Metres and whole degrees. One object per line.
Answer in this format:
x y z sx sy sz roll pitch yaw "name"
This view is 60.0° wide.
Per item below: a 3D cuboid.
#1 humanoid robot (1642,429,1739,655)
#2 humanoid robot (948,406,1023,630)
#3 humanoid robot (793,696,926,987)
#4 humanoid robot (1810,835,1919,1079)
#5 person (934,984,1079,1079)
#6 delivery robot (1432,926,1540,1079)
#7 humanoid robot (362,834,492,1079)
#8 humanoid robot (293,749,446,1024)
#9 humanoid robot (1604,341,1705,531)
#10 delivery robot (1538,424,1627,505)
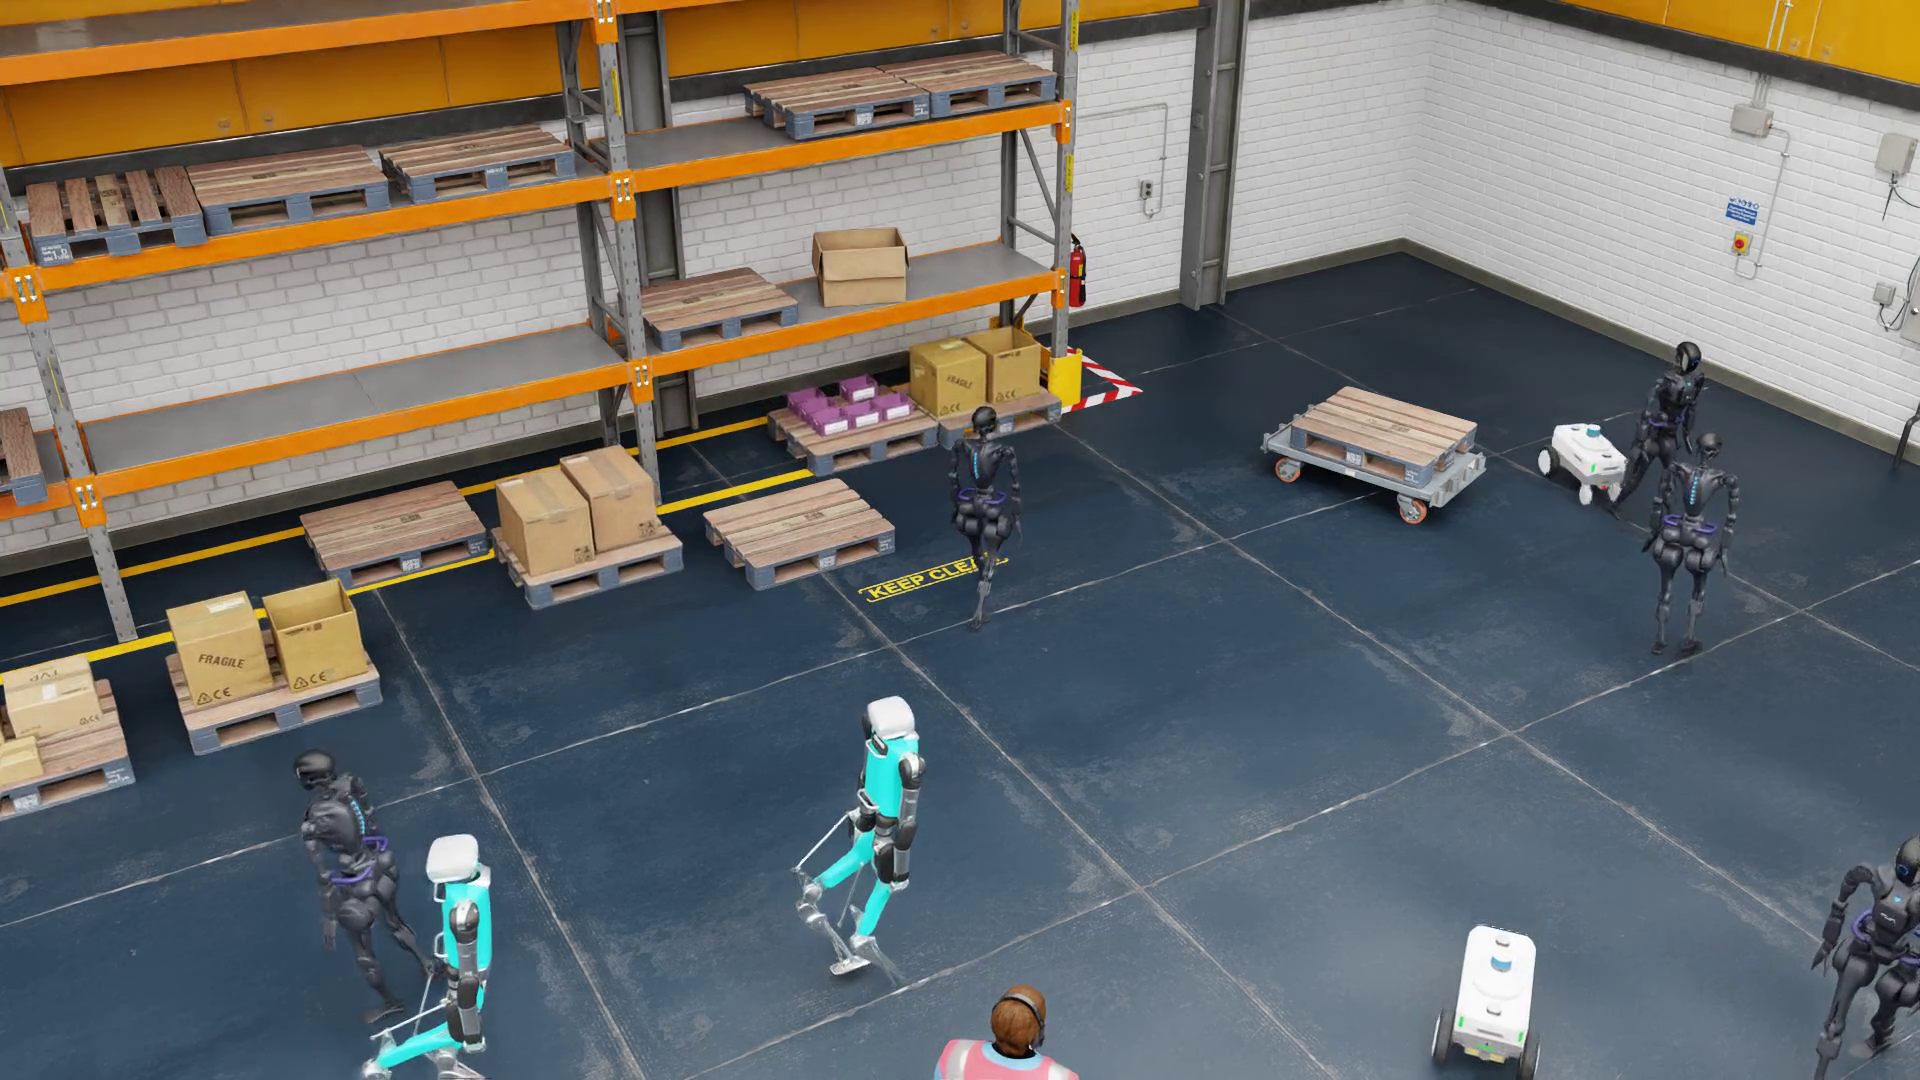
5.034 0.028 11.501 0.586 1.646 0.380 20 35 31 "humanoid robot"
0.191 -0.219 11.970 0.594 1.621 0.788 12 32 20 "humanoid robot"
-0.565 1.660 8.580 0.767 1.809 0.546 -15 33 -25 "humanoid robot"
4.452 2.030 8.010 0.800 1.619 0.595 -24 37 -36 "humanoid robot"
0.210 2.564 6.853 0.630 1.837 0.431 9 31 16 "person"
2.738 2.342 8.529 0.499 0.586 0.765 10 31 18 "delivery robot"
-2.513 2.164 7.715 1.049 1.775 0.534 -7 30 -12 "humanoid robot"
-3.006 1.750 8.454 0.482 1.644 0.612 5 30 8 "humanoid robot"
5.498 -0.809 13.008 0.611 1.622 0.713 -13 32 -21 "humanoid robot"
5.231 -0.677 13.899 0.499 0.612 0.815 -5 30 -9 "delivery robot"
